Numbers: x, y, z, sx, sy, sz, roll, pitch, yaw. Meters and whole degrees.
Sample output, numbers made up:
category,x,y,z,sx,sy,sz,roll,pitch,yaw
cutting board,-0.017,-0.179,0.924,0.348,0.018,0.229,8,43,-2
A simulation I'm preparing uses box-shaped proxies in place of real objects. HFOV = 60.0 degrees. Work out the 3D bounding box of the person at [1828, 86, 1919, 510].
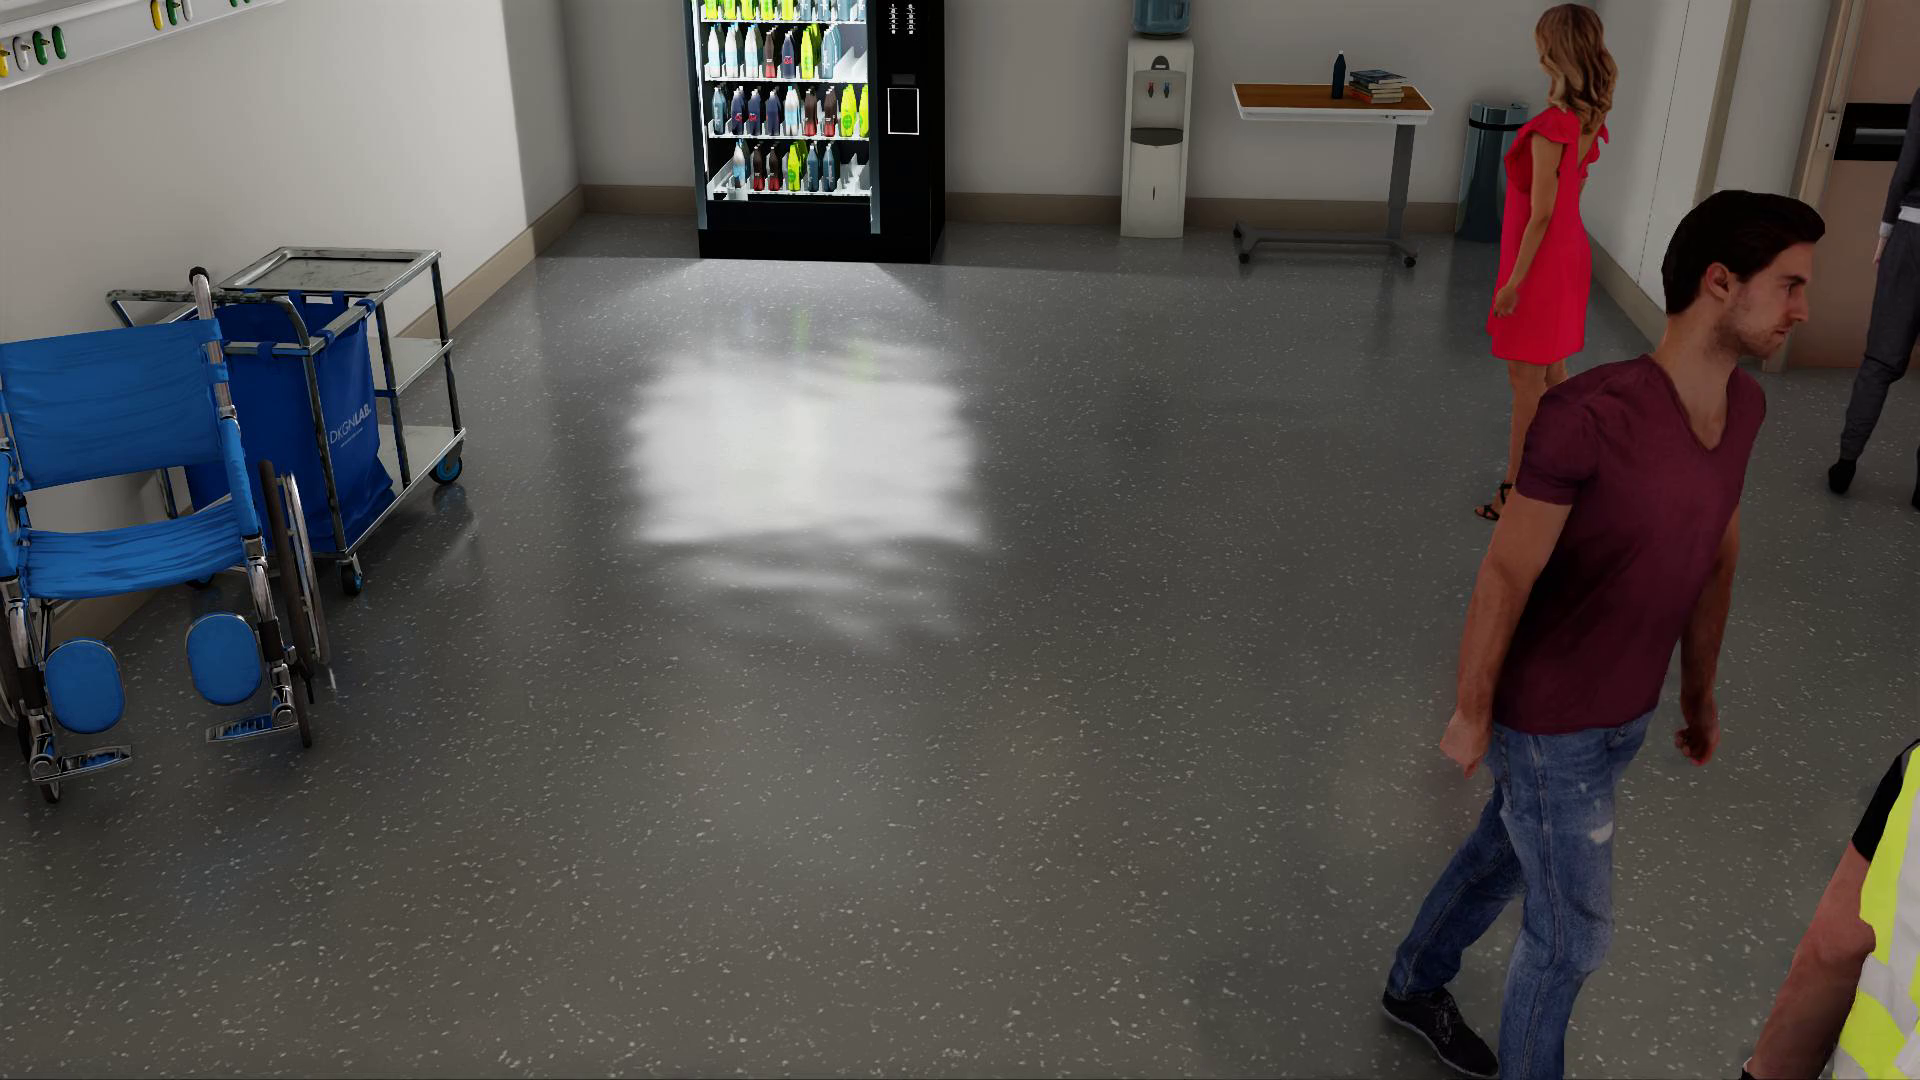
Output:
category,x,y,z,sx,sy,sz,roll,pitch,yaw
person,3.343,-0.974,5.633,0.571,1.777,0.697,15,30,28

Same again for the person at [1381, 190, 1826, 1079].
category,x,y,z,sx,sy,sz,roll,pitch,yaw
person,1.042,0.270,3.017,0.999,1.809,1.050,-13,29,-25

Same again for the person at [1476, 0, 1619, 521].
category,x,y,z,sx,sy,sz,roll,pitch,yaw
person,1.954,-0.895,5.527,0.703,1.727,0.667,21,33,36
